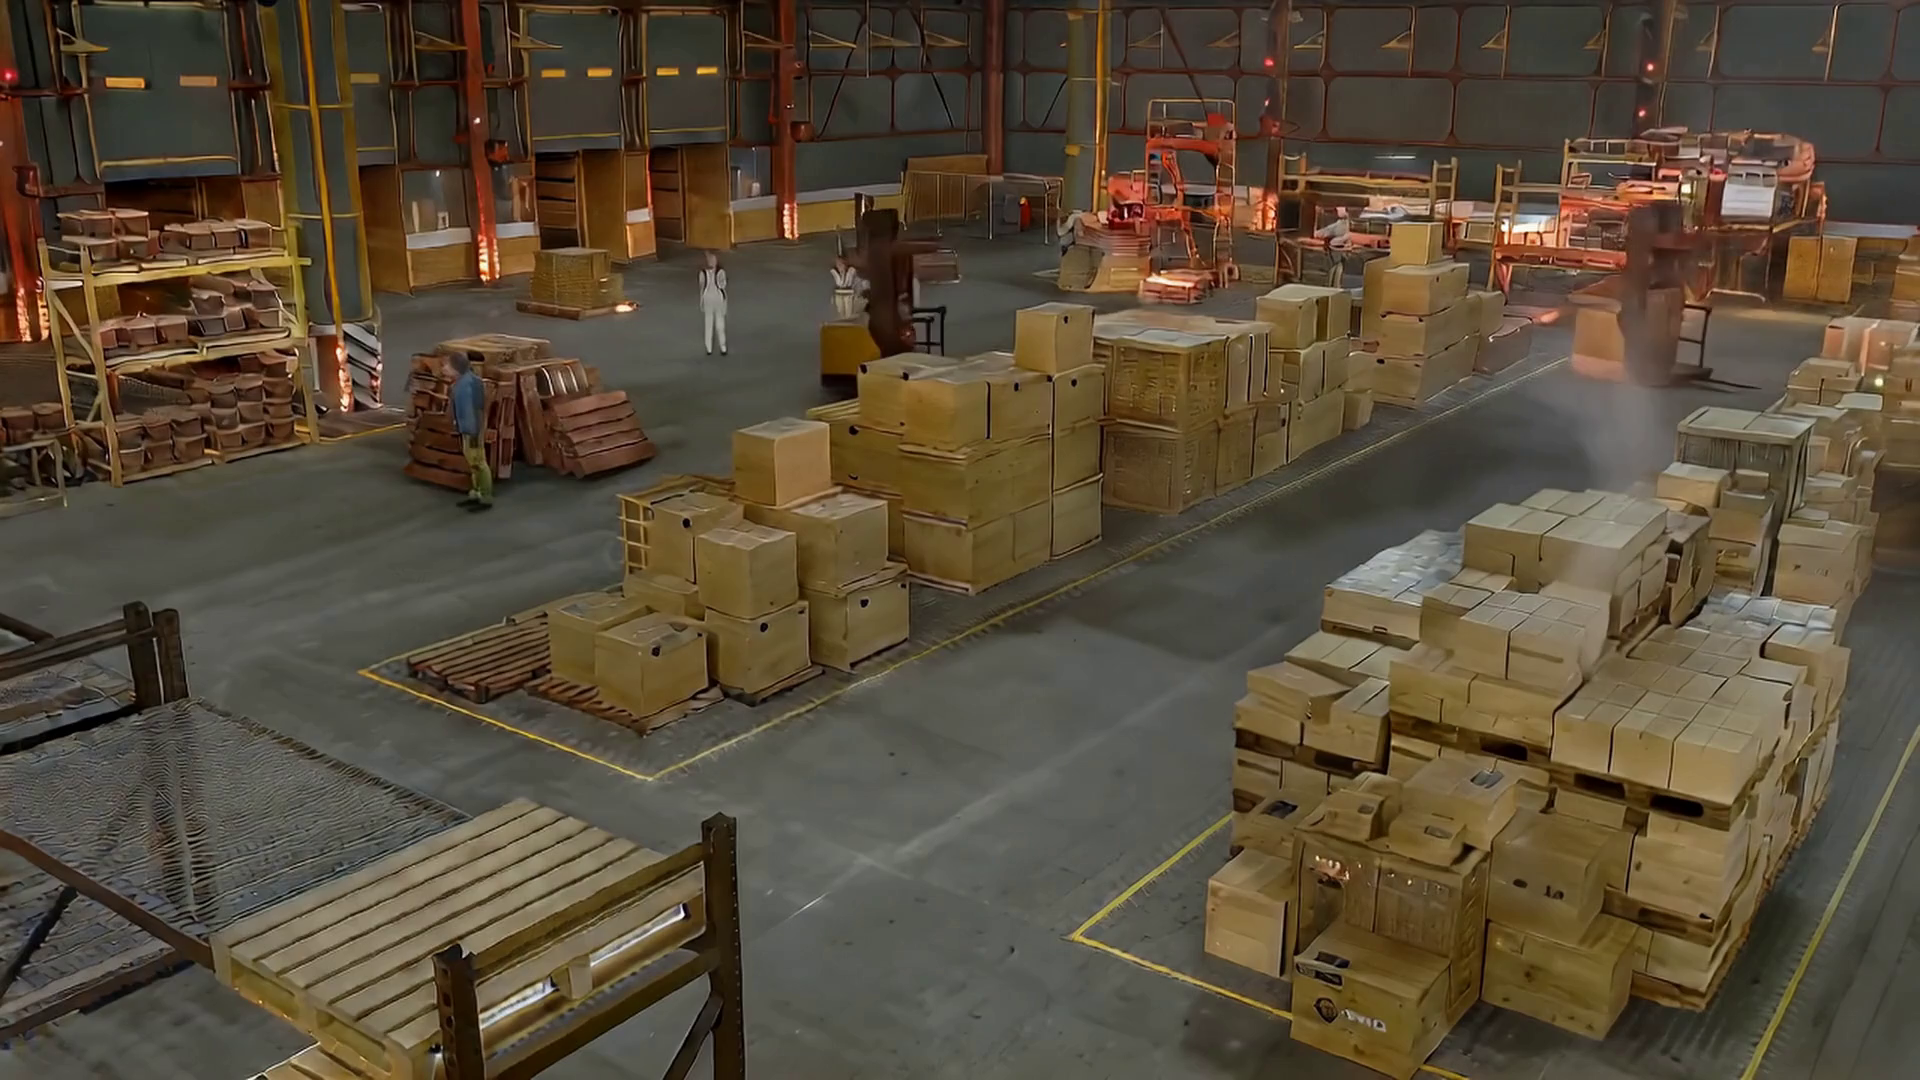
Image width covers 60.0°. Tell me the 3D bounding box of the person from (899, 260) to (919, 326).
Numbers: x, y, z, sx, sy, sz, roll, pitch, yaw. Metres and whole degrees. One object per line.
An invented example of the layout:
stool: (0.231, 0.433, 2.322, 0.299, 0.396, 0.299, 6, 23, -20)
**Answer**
person: (-1.038, -3.716, 27.764, 0.659, 1.877, 1.034, 2, 17, 8)

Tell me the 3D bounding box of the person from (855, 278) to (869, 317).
person: (-1.445, -3.404, 27.043, 0.513, 1.708, 0.554, -5, 17, -15)

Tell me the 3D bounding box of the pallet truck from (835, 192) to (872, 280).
pallet truck: (-1.936, -7.159, 38.982, 1.885, 1.965, 0.823, -12, 21, -34)

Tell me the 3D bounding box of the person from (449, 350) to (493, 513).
person: (-5.785, -1.290, 19.654, 0.372, 1.936, 0.629, -11, 20, -32)

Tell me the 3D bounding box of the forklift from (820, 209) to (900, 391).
forklift: (-1.220, -3.791, 26.326, 1.873, 2.768, 1.129, 3, 17, 10)

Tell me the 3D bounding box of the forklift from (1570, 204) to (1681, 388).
forklift: (11.199, -4.058, 27.210, 1.129, 2.768, 1.873, -11, 20, -32)

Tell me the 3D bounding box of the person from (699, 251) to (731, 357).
person: (-4.312, -4.151, 29.281, 0.508, 1.847, 0.345, 4, 17, 12)

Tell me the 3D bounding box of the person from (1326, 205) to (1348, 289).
person: (8.244, -6.324, 36.319, 0.545, 1.939, 0.354, -10, 20, -30)

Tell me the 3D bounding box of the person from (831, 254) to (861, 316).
person: (-2.100, -4.481, 30.739, 0.585, 1.623, 0.408, 0, 17, -2)
